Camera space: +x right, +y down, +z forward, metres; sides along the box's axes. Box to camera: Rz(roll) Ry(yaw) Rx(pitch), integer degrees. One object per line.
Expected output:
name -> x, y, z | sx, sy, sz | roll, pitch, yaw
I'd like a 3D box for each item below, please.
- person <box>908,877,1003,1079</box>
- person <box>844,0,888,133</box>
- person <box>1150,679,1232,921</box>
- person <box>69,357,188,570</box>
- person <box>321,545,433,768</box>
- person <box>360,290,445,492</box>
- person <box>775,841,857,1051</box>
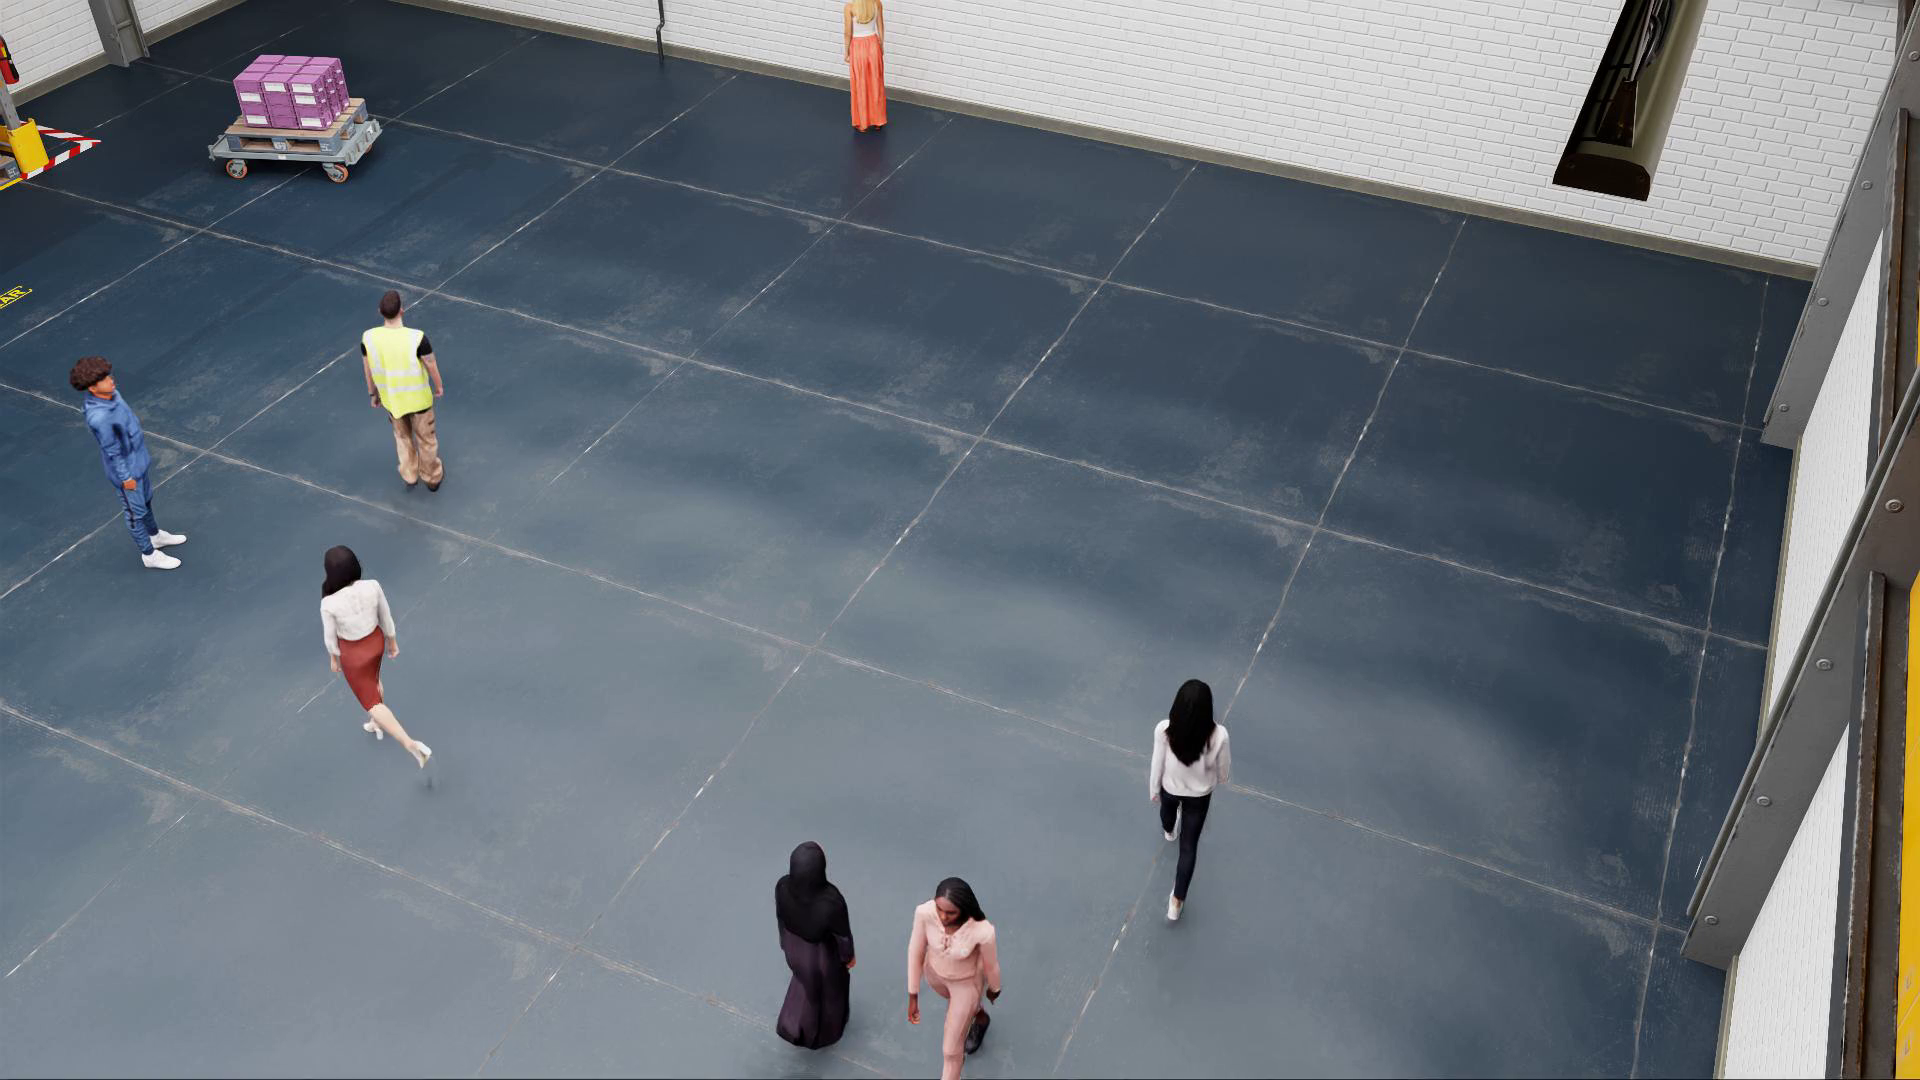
person -> 0.005, 2.351, 9.077 | 0.654, 1.670, 1.138 | 18, 42, 21
person -> -1.071, -5.506, 18.810 | 0.729, 1.800, 0.781 | -11, 40, -13
person -> 1.368, 1.577, 10.061 | 0.812, 1.651, 1.196 | 7, 39, 8
person -> -6.352, -0.601, 12.660 | 0.822, 1.811, 0.725 | -7, 39, -9
person -> -3.886, 0.811, 10.962 | 0.815, 1.725, 1.044 | 26, 46, 29
person -> -4.432, -1.117, 13.288 | 0.862, 1.835, 0.892 | -3, 39, -4
person -> -0.837, 2.301, 9.190 | 0.641, 1.607, 0.787 | 21, 43, 24
